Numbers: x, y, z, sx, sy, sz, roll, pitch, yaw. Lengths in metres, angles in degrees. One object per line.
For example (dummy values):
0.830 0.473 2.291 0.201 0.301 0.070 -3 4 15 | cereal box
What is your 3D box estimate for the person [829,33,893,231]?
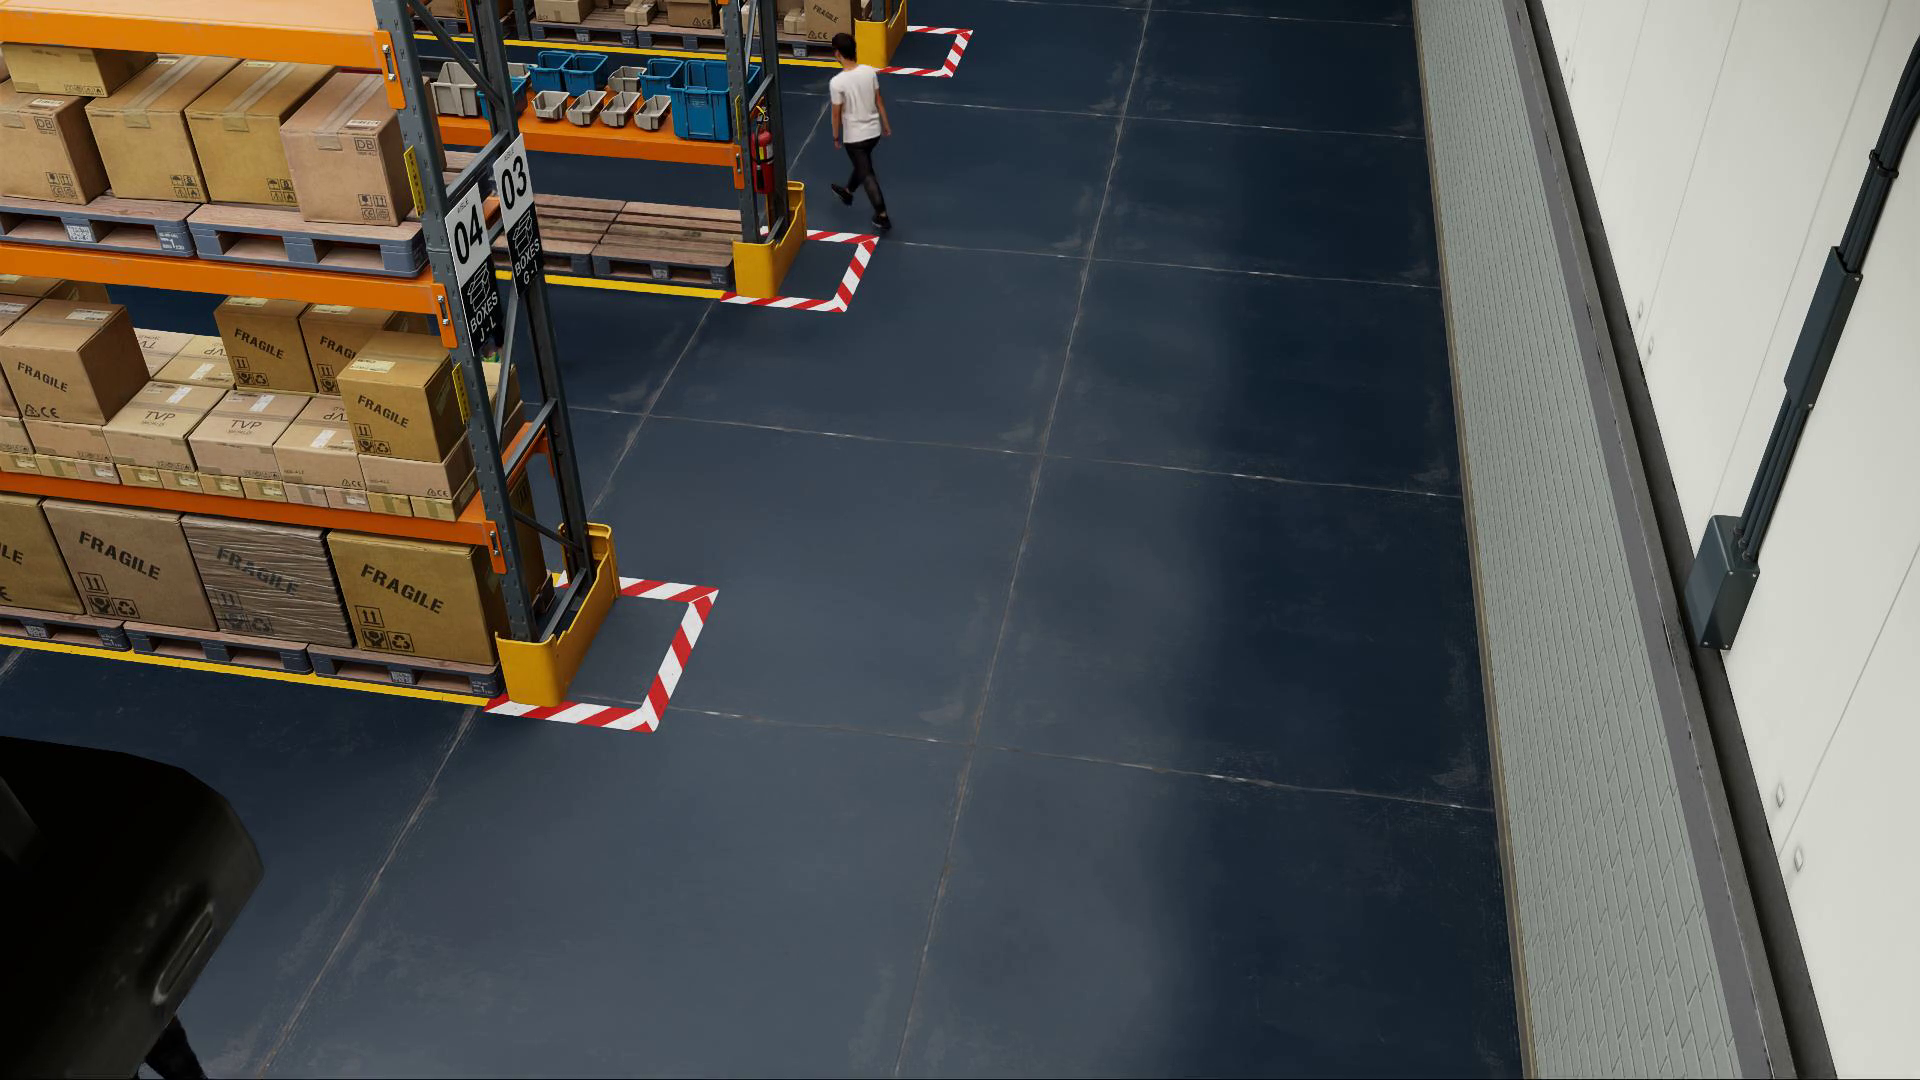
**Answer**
-0.813 -3.479 14.376 1.107 1.657 1.225 -27 45 -30 | person
